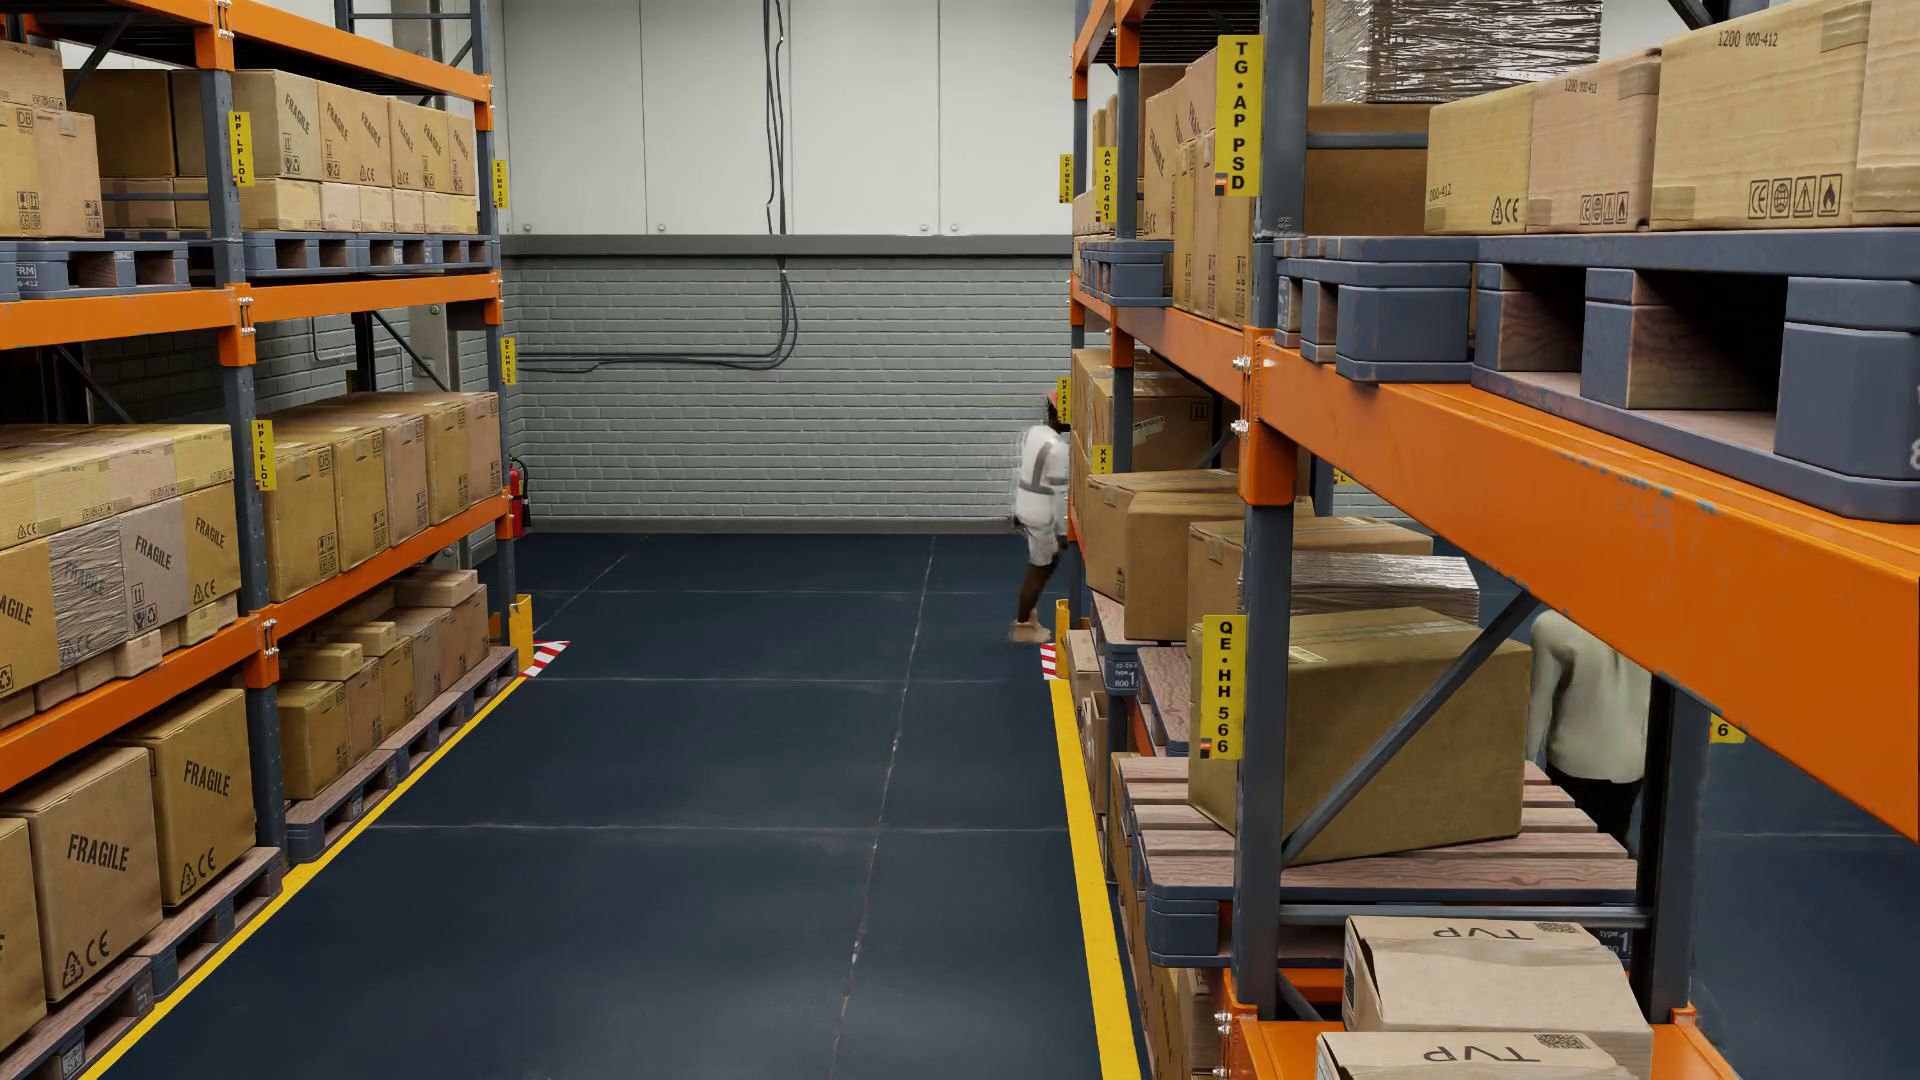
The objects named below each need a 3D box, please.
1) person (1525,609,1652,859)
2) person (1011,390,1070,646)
[{"bbox_3d":[2.555,0.870,6.680,0.642,1.981,0.470,-1,10,-4],"label":"person"},{"bbox_3d":[0.649,-0.162,12.477,0.575,1.988,0.675,-3,11,-17],"label":"person"}]
